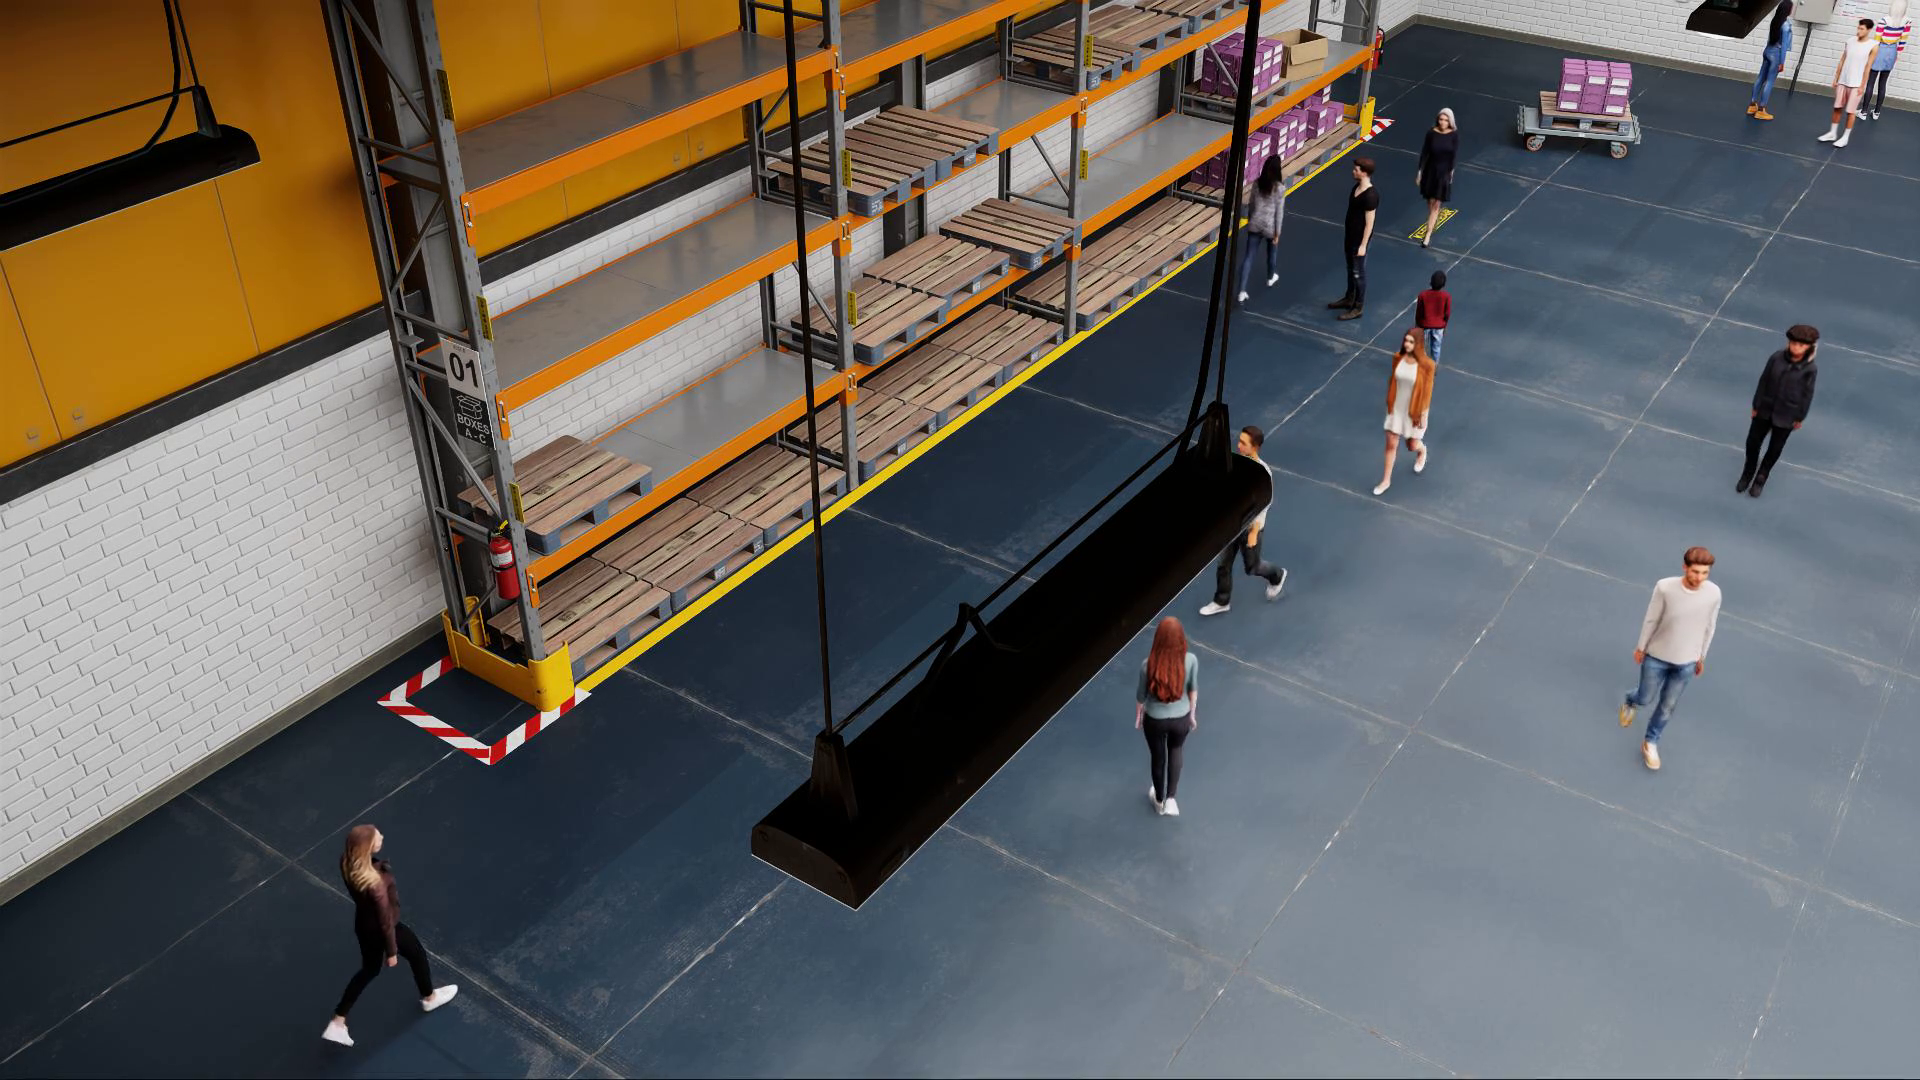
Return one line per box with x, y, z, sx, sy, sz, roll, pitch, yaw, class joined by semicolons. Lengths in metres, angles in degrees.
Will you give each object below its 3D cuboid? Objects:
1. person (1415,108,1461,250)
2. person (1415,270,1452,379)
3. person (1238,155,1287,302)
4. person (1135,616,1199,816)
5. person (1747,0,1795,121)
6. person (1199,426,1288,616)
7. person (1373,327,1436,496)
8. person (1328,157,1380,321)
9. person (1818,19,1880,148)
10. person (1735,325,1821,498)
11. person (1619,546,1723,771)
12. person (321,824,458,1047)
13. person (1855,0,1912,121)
5.912;-4.524;20.631;0.834;1.704;1.247;11;35;16;person
5.012;-2.293;17.682;0.583;1.254;0.613;5;34;8;person
3.457;-3.552;19.186;0.691;1.685;1.191;19;38;26;person
1.480;1.328;11.797;0.805;1.736;0.873;-1;34;-2;person
11.961;-7.086;24.478;0.732;1.713;0.653;-3;34;-4;person
2.480;-0.158;13.985;1.161;1.789;0.949;-17;37;-23;person
4.268;-1.264;15.727;0.656;1.704;0.976;25;41;32;person
4.510;-3.421;18.799;0.802;1.896;0.729;-4;34;-6;person
12.622;-6.472;23.494;0.728;1.780;0.734;-17;37;-24;person
7.717;-1.258;15.656;0.629;1.771;0.554;21;39;28;person
5.317;0.801;12.451;0.868;1.890;1.001;6;34;8;person
-3.632;2.436;10.193;0.656;1.667;1.097;25;41;32;person
13.555;-7.092;24.399;0.715;1.808;0.718;0;34;0;person
